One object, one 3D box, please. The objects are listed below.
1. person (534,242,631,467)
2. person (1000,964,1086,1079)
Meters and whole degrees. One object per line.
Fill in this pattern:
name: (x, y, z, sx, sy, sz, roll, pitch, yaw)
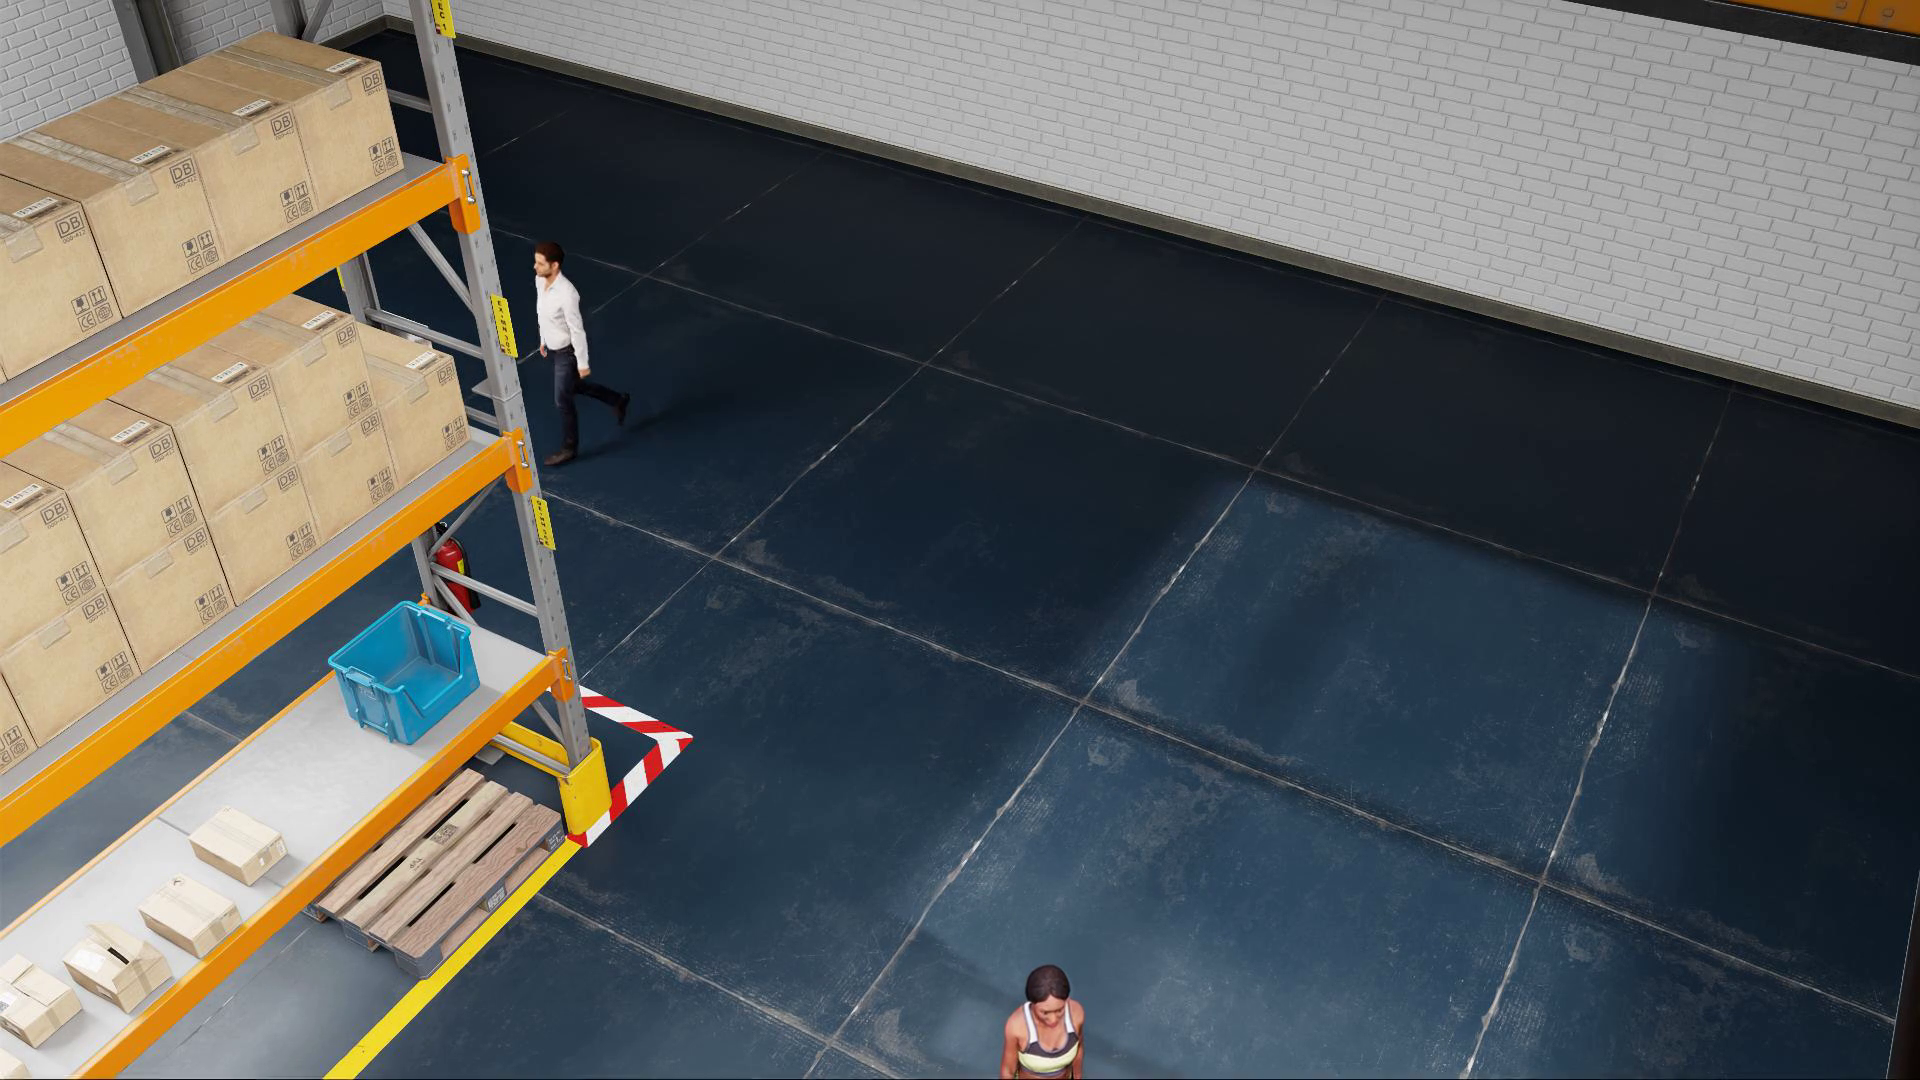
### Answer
person: (-2.914, -1.452, 12.564, 1.162, 1.851, 0.935, -26, 45, -29)
person: (0.364, 2.529, 7.657, 0.632, 1.755, 0.699, -11, 40, -14)
